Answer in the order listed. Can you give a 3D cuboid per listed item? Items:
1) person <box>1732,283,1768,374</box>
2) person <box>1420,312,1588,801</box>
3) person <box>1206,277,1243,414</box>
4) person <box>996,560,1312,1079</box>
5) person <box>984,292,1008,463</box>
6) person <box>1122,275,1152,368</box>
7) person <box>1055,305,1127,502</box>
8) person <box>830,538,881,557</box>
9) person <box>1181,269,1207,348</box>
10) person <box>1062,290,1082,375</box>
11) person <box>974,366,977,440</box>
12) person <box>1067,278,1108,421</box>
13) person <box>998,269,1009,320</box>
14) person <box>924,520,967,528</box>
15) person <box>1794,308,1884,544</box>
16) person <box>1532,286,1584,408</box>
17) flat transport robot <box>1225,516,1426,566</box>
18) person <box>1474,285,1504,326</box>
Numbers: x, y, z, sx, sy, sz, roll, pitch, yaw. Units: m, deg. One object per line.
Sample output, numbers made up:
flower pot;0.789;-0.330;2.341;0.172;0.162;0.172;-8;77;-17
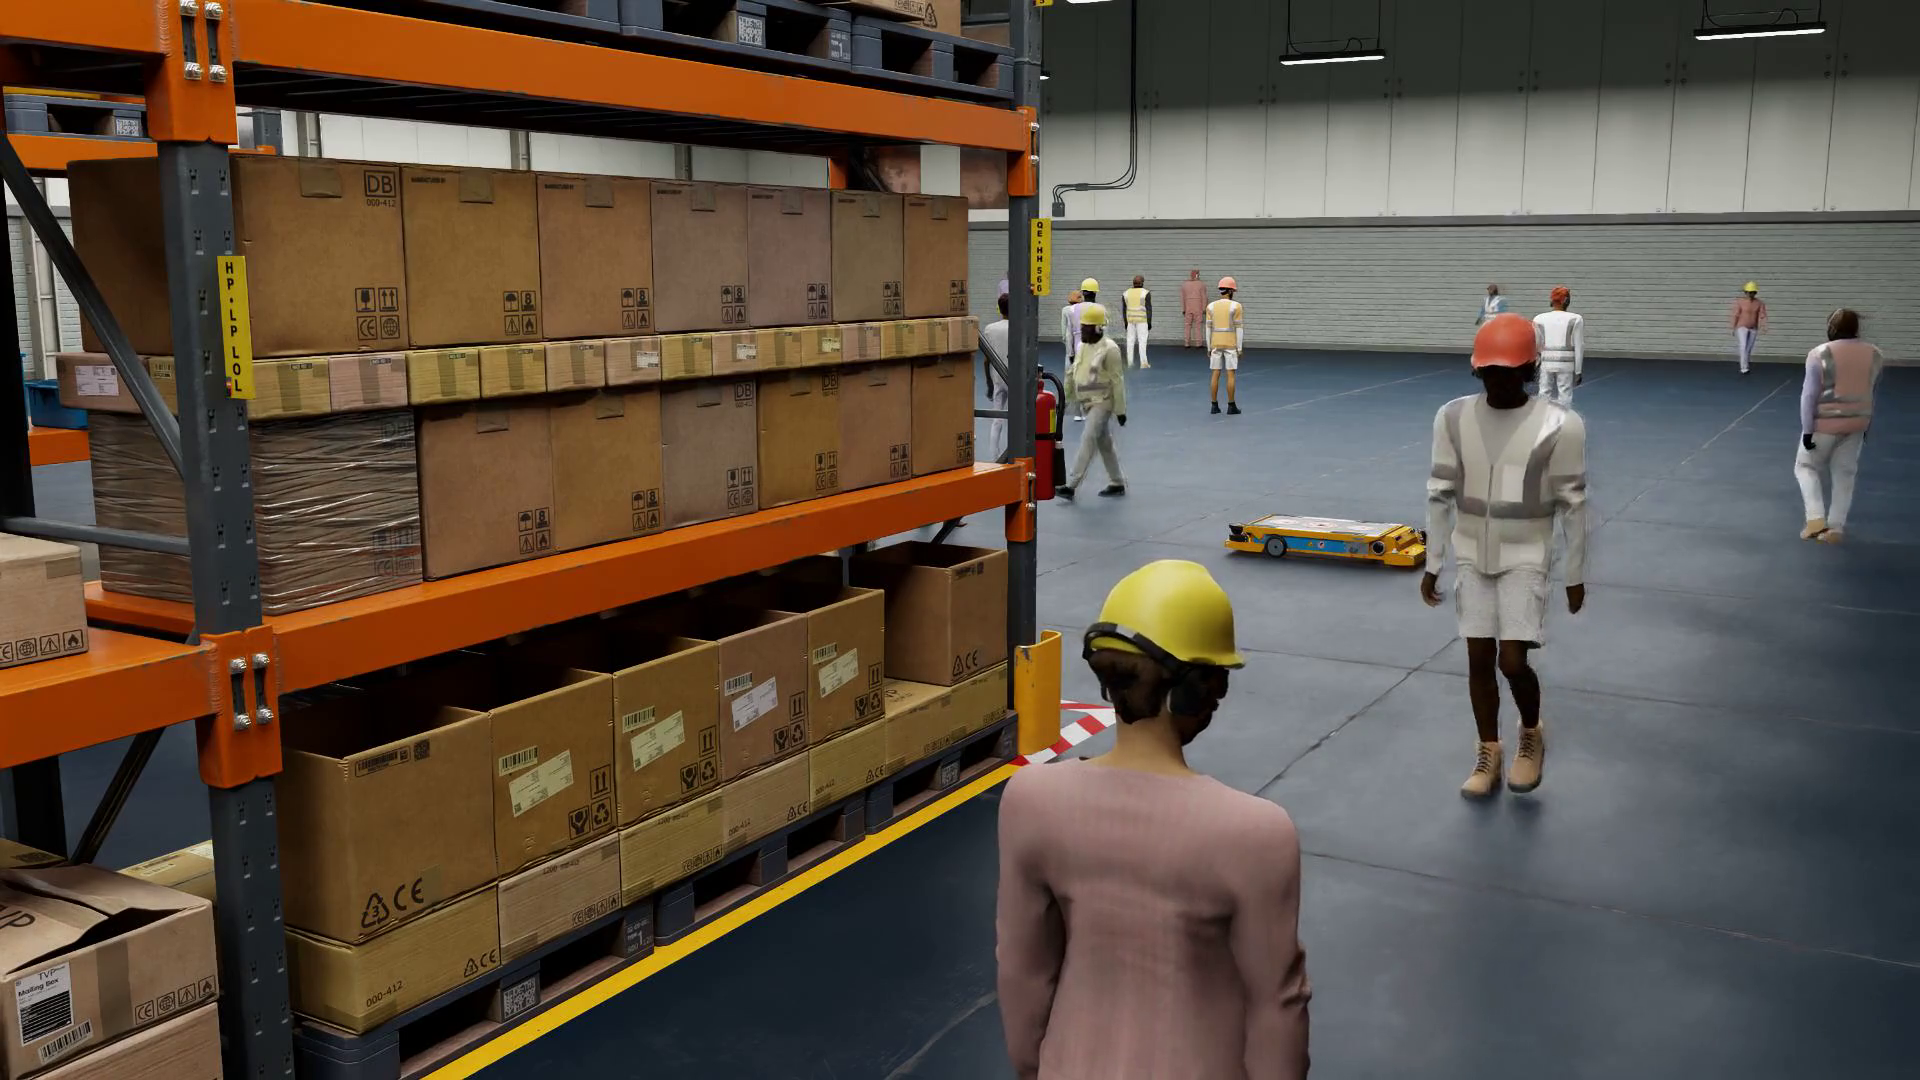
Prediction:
person;14.869;-3.964;31.284;0.537;1.722;0.906;1;10;3
person;2.178;0.087;6.734;0.616;2.011;0.505;8;13;40
person;3.746;-2.737;23.494;0.542;1.928;0.374;6;11;30
person;0.309;0.906;2.662;0.523;1.760;0.327;6;11;30
person;0.487;-1.565;16.810;0.518;1.869;0.326;6;11;30
person;3.548;-4.339;33.125;0.619;1.845;0.430;6;11;30
person;1.181;-1.246;15.191;0.948;1.776;0.598;-4;11;-24
person;-0.709;-0.278;9.957;0.542;1.623;0.432;8;13;40
person;5.681;-5.588;40.268;0.636;1.902;0.406;6;11;30
person;2.001;-3.506;28.851;0.498;1.634;0.278;6;11;30
person;-0.041;-2.042;20.099;0.529;1.697;0.321;6;11;30
person;1.727;-2.546;22.374;0.584;1.928;0.372;6;11;30
person;1.301;-5.953;42.384;0.636;1.911;0.406;6;11;30
person;-0.177;-0.908;13.641;0.498;1.634;0.278;6;11;30
person;6.777;-0.872;12.876;0.629;1.824;0.448;0;10;0
person;6.776;-1.923;18.889;0.572;1.874;0.353;6;11;30
flat transport robot;2.767;-0.015;12.398;1.431;0.197;0.652;6;11;30
person;11.477;-4.704;36.000;0.879;1.591;0.520;-4;11;-24
